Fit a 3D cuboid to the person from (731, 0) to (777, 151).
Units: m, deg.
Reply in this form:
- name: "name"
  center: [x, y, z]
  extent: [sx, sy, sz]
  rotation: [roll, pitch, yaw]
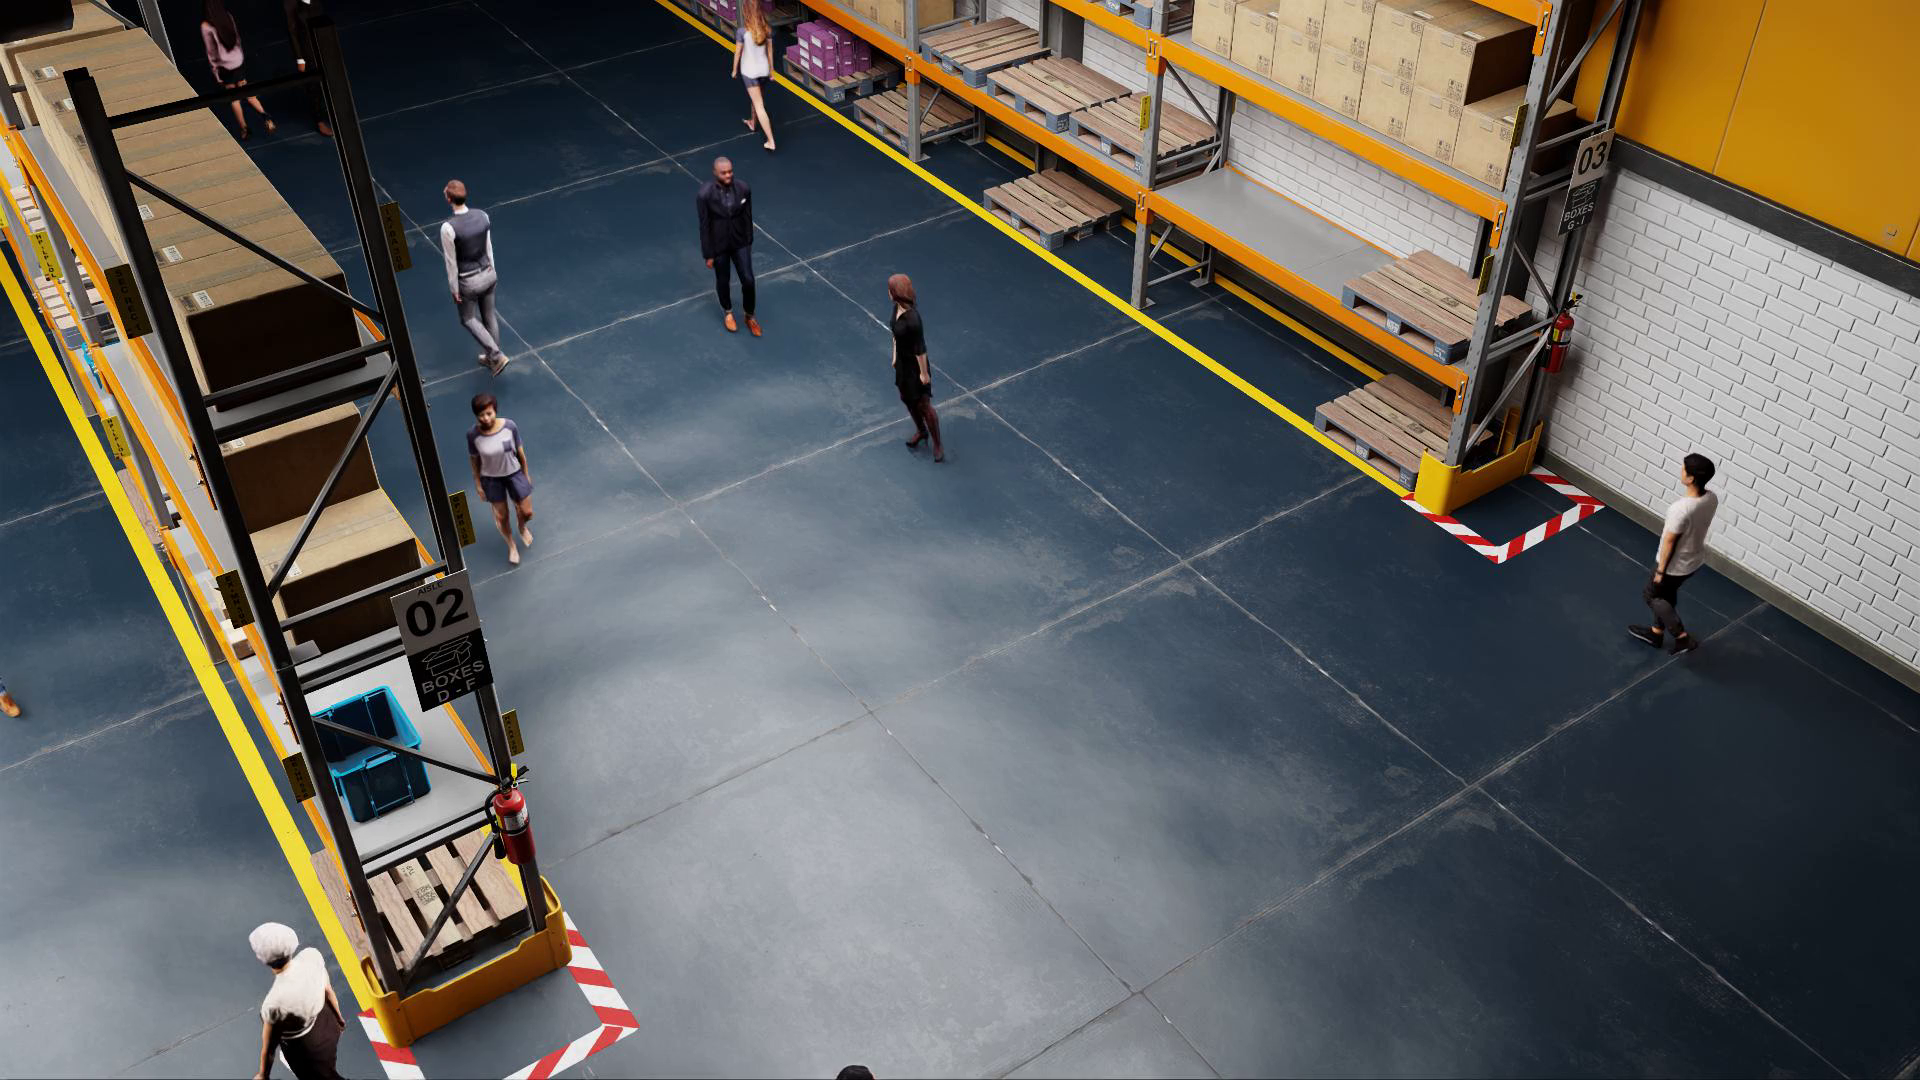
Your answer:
- name: "person"
  center: [-2.284, -5.250, 18.881]
  extent: [0.642, 1.679, 1.084]
  rotation: [-26, 45, -29]

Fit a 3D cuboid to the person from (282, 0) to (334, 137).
- name: "person"
  center: [-7.455, -5.652, 19.204]
  extent: [0.772, 1.904, 0.796]
  rotation: [19, 42, 23]

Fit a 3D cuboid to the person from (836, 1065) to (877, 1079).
- name: "person"
  center: [-0.478, 3.171, 8.259]
  extent: [0.801, 1.775, 0.695]
  rotation: [-9, 39, -11]

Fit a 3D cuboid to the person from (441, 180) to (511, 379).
- name: "person"
  center: [-4.326, -2.320, 15.014]
  extent: [0.944, 1.925, 0.775]
  rotation: [30, 47, 32]

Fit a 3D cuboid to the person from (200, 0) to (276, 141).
- name: "person"
  center: [-8.212, -5.340, 18.907]
  extent: [0.981, 1.788, 0.833]
  rotation: [20, 43, 23]

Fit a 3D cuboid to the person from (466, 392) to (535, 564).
- name: "person"
  center: [-3.603, -0.536, 13.081]
  extent: [0.652, 1.551, 0.668]
  rotation: [-11, 40, -14]

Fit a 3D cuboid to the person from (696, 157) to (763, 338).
- name: "person"
  center: [-2.217, -2.819, 15.737]
  extent: [0.793, 1.803, 0.830]
  rotation: [-11, 40, -14]

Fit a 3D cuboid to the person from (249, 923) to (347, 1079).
- name: "person"
  center: [-3.341, 2.713, 8.875]
  extent: [0.976, 1.722, 0.944]
  rotation: [-2, 39, -2]

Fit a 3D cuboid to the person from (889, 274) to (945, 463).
- name: "person"
  center: [-0.364, -1.461, 14.143]
  extent: [0.851, 1.670, 0.518]
  rotation: [-29, 47, -31]

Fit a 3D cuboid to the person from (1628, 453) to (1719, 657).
- name: "person"
  center: [5.275, 0.169, 12.077]
  extent: [0.648, 1.702, 0.773]
  rotation: [-21, 43, -24]
